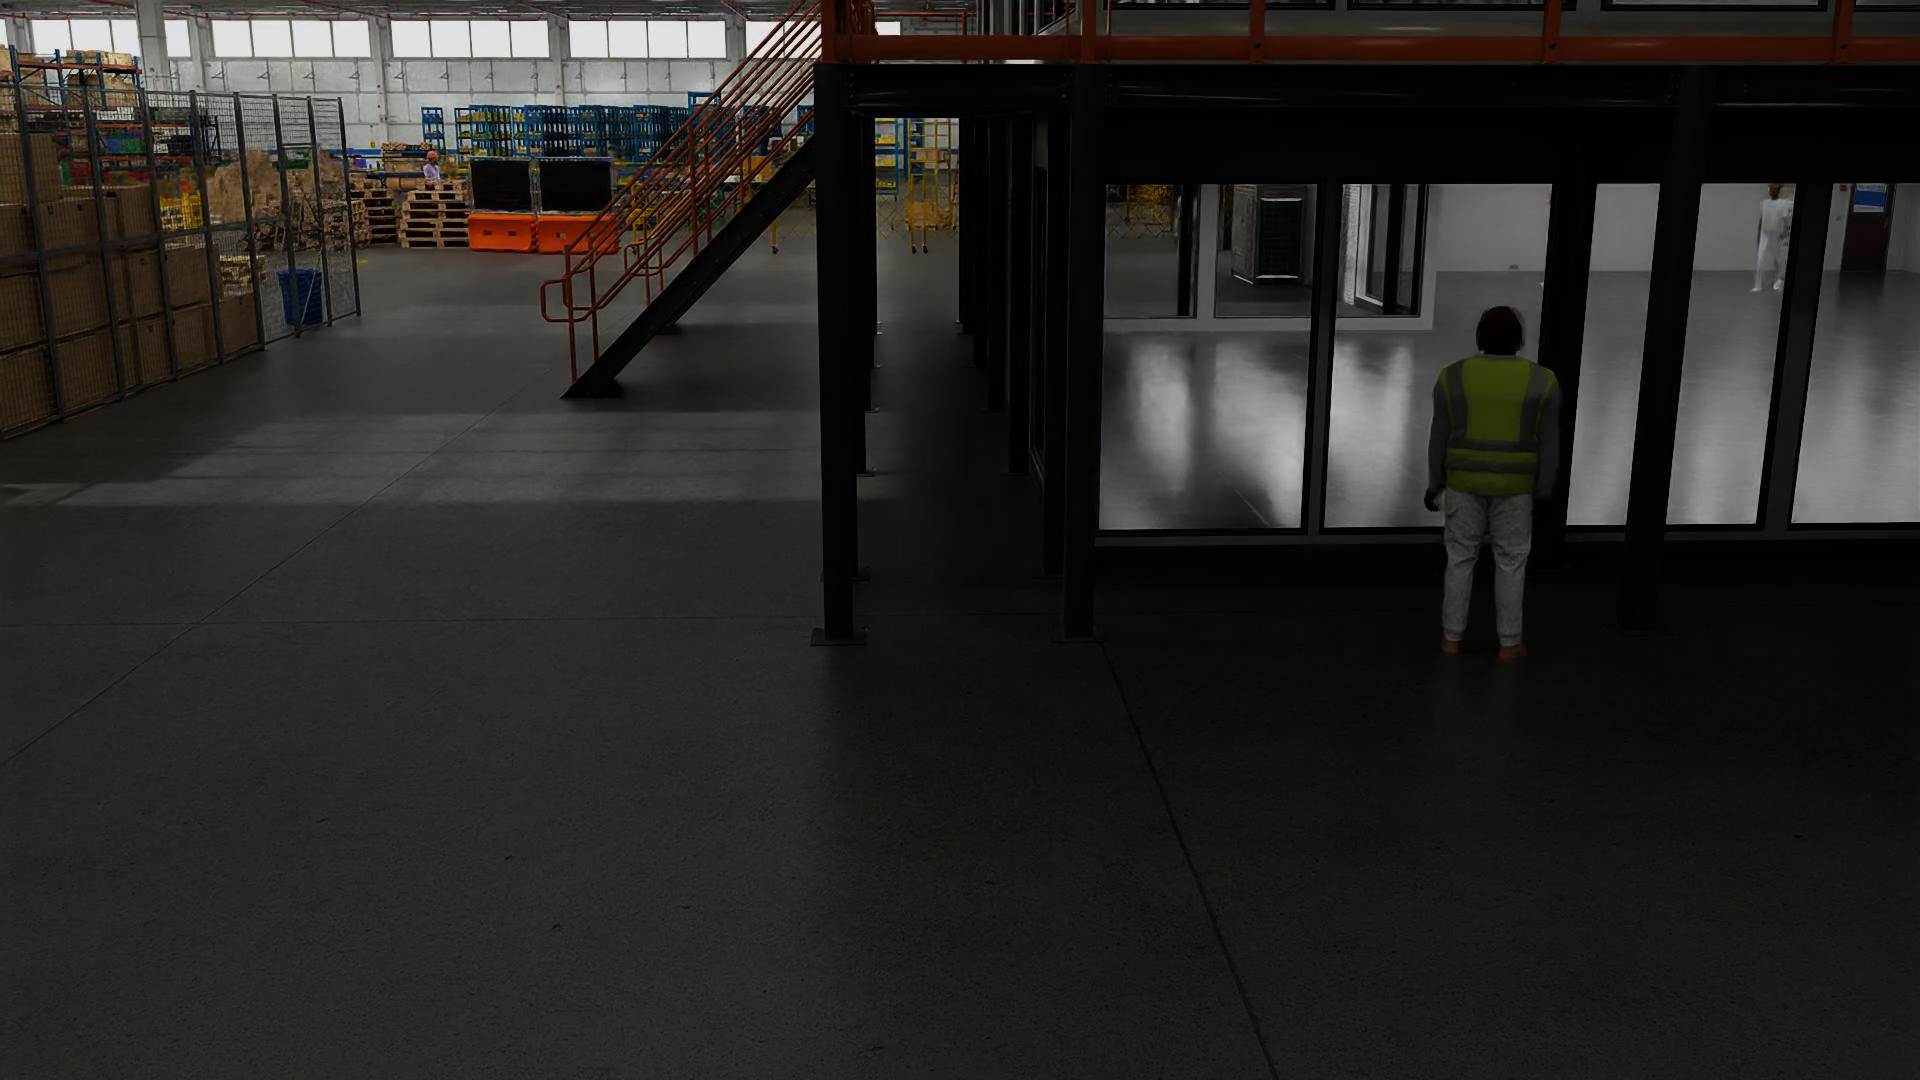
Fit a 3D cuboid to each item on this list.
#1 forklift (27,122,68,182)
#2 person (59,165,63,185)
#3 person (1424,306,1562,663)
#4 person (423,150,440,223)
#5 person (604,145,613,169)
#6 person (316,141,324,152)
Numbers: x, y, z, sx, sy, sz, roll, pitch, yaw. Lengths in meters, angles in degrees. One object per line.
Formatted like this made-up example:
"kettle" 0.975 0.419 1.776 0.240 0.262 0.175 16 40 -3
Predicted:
"forklift" -35.376 -14.773 64.377 1.129 2.768 1.873 -1 14 -2
"person" -31.200 -12.395 57.421 0.279 1.624 0.494 6 15 24
"person" 2.729 -0.274 8.559 0.660 1.840 0.429 4 15 17
"person" -13.987 -9.318 44.266 0.370 2.048 0.607 3 14 12
"person" -16.863 -18.097 79.937 0.964 1.765 0.658 6 15 23
"person" -31.411 -18.590 81.555 0.473 1.927 0.631 7 16 26
